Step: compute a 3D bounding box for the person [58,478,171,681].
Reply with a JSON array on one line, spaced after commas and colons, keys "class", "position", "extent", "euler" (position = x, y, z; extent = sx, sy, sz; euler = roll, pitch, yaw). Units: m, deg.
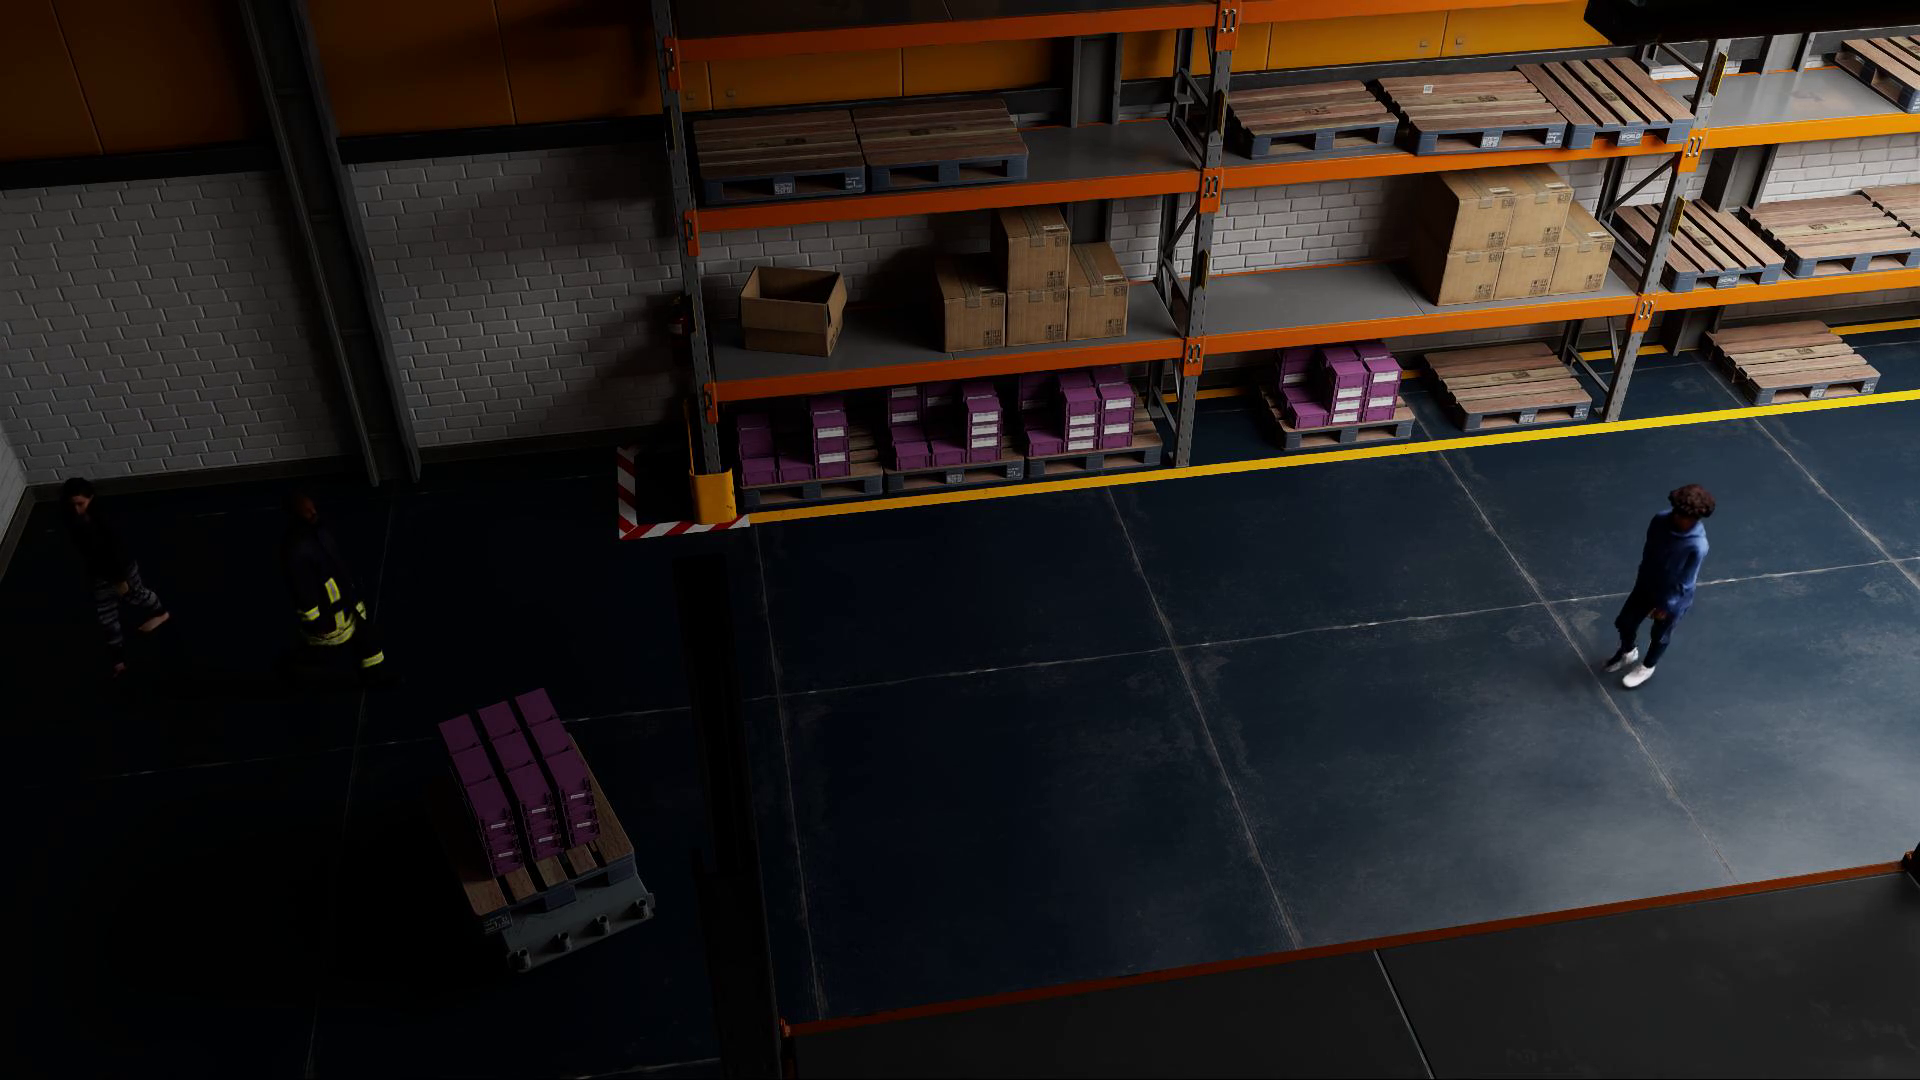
[{"class": "person", "position": [-6.164, 0.145, 12.113], "extent": [1.099, 1.667, 0.977], "euler": [11, 40, 13]}]

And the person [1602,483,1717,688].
[{"class": "person", "position": [5.064, 0.317, 11.799], "extent": [0.735, 1.791, 0.743], "euler": [-18, 42, -21]}]

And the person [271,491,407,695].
[{"class": "person", "position": [-4.560, 0.405, 11.683], "extent": [1.230, 1.798, 0.927], "euler": [3, 39, 3]}]
